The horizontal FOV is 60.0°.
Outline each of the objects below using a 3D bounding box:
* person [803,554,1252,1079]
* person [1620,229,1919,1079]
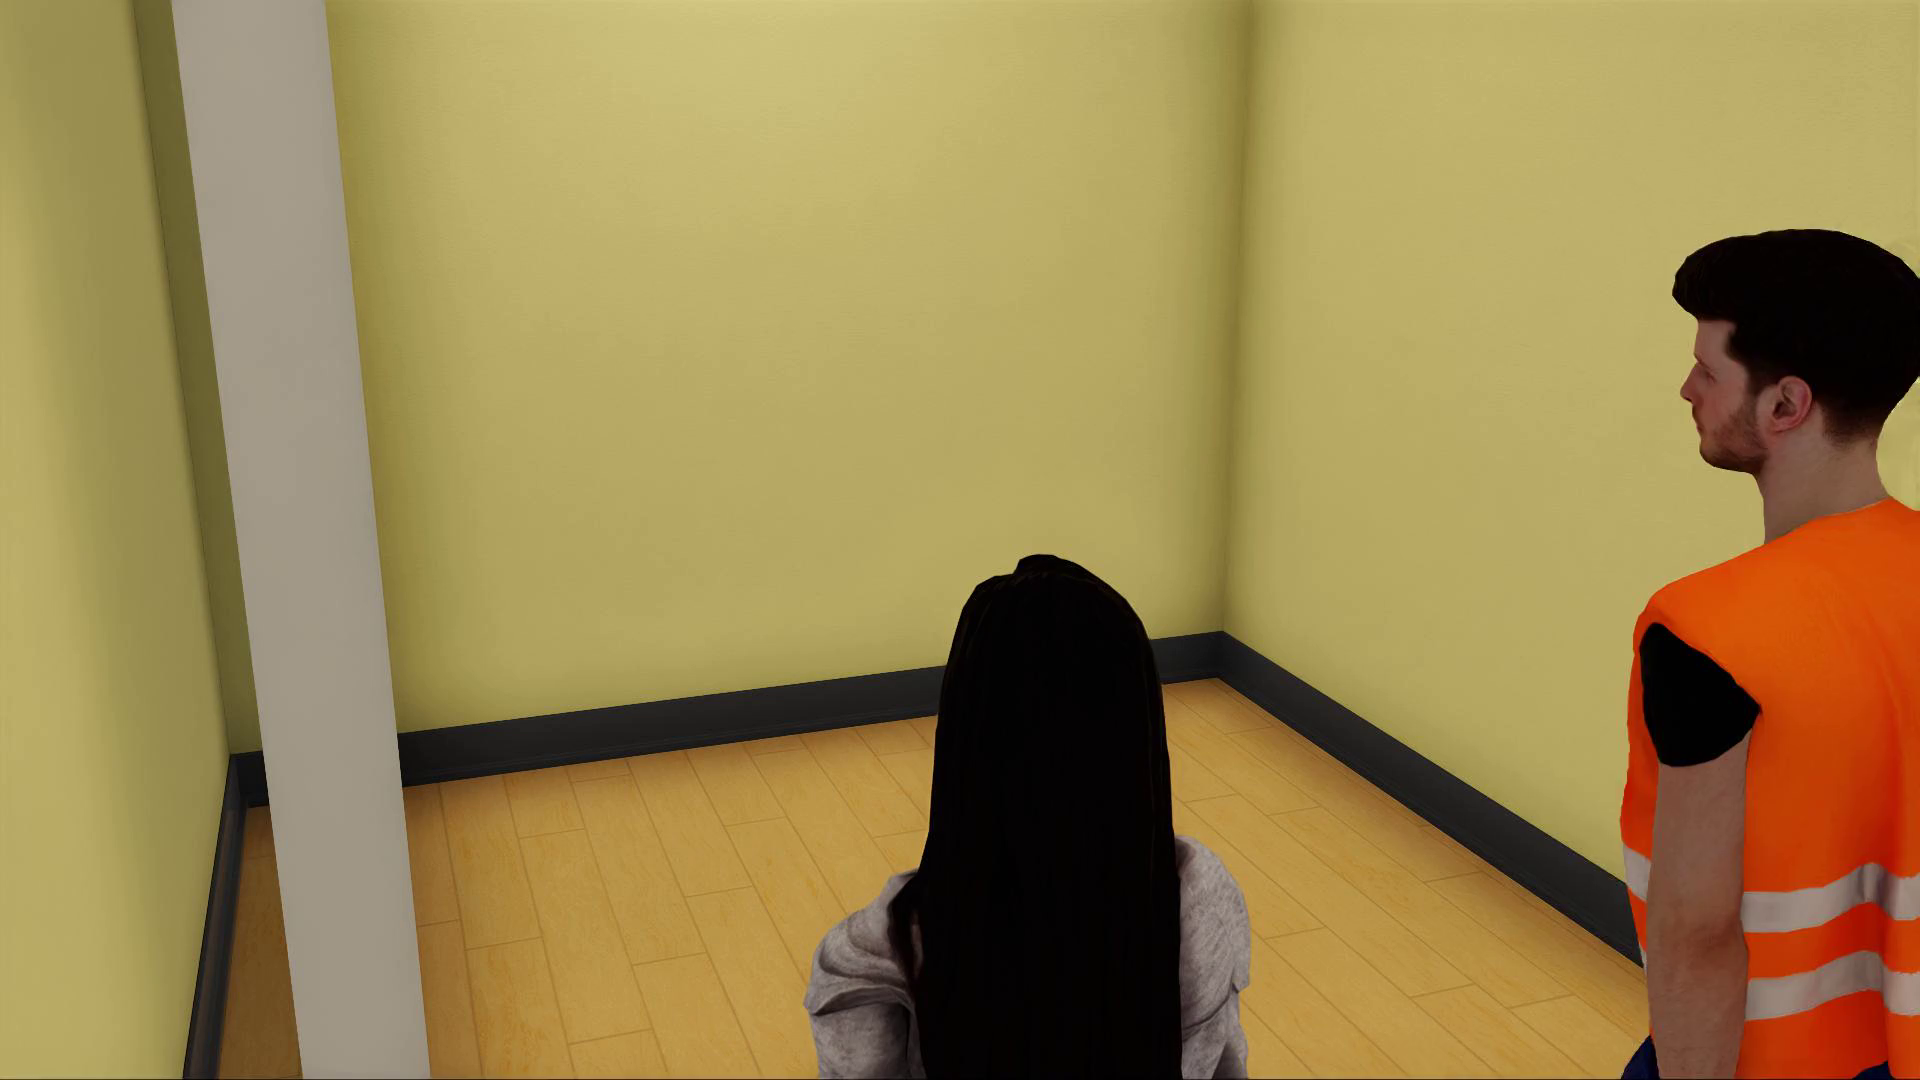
[{"bbox_3d":[0.088,0.804,1.613,0.464,1.632,0.675,-7,17,-23],"label":"person"},{"bbox_3d":[1.002,0.642,1.830,1.221,1.828,0.881,-3,16,-11],"label":"person"}]
